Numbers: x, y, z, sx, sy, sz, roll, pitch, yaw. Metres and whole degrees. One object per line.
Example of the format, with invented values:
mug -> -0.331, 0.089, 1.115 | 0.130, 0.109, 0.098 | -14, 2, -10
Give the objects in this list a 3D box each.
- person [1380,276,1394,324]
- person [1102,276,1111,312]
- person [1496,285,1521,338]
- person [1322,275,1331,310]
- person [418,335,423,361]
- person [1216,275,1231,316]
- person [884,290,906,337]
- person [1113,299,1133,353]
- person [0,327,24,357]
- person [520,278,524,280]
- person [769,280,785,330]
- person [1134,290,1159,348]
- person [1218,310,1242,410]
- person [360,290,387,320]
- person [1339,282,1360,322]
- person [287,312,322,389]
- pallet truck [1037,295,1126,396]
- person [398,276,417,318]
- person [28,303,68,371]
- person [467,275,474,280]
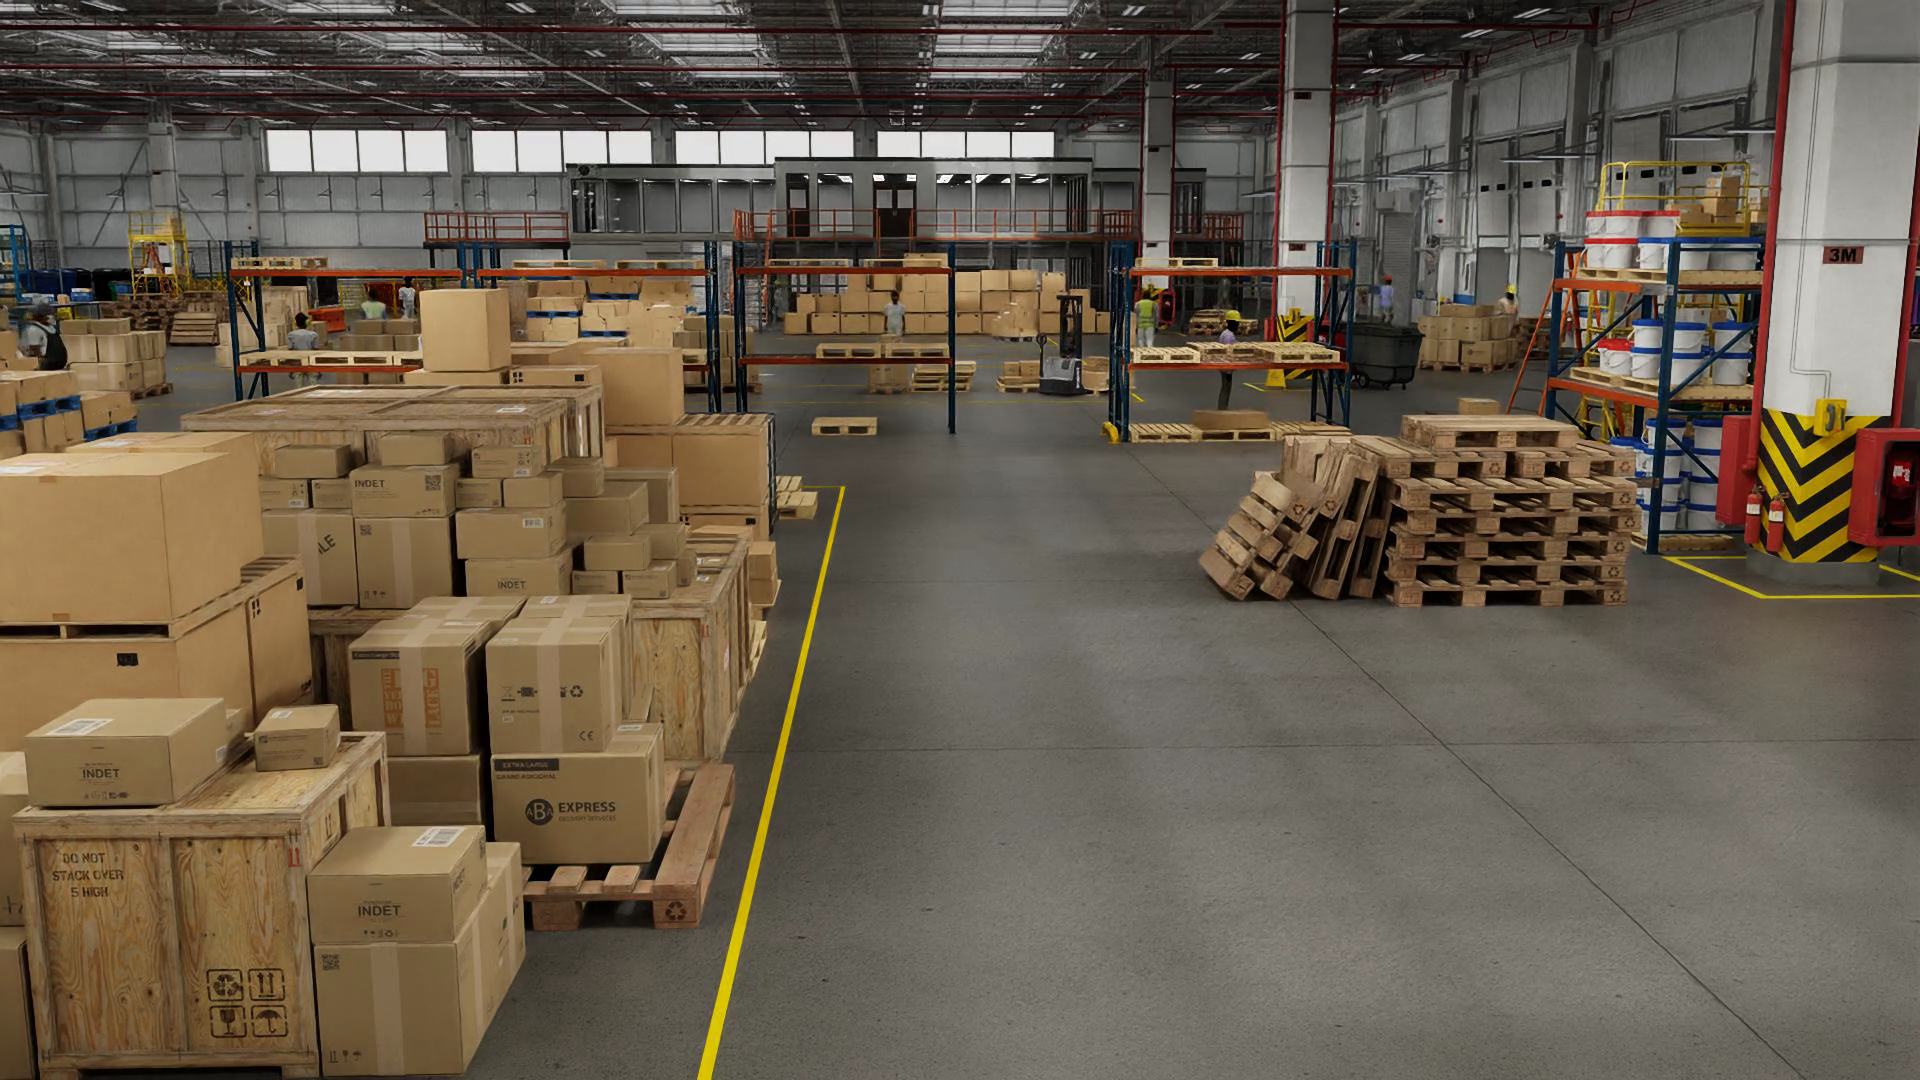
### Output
person -> 14.210, -7.817, 55.256 | 0.537, 1.905, 0.557 | 10, 14, 43
person -> 6.262, -10.592, 70.766 | 0.350, 1.882, 0.583 | -3, 11, -15
person -> 14.297, -5.662, 43.255 | 0.583, 1.893, 0.787 | -2, 10, -10
person -> 13.598, -9.039, 61.824 | 0.642, 1.982, 0.435 | -4, 11, -21
person -> -8.325, -2.651, 26.522 | 0.586, 1.882, 0.340 | 2, 10, 11
person -> 10.562, -9.795, 66.309 | 1.003, 1.901, 0.616 | -9, 14, -42
person -> -1.583, -5.156, 40.551 | 0.550, 1.856, 0.438 | 0, 10, -2
person -> 3.391, -4.142, 34.681 | 0.353, 1.936, 0.635 | 8, 13, 38
person -> -12.481, -1.825, 21.789 | 0.372, 1.934, 0.627 | 0, 10, 0
person -> -15.812, -8.617, 60.219 | 0.384, 1.726, 0.579 | 3, 11, 16
person -> -6.201, -8.044, 57.044 | 0.737, 1.715, 0.484 | -5, 11, -27
person -> 4.717, -5.428, 42.192 | 0.632, 1.824, 0.721 | 1, 10, 5
person -> 4.416, -2.809, 27.295 | 0.384, 1.924, 0.589 | 1, 10, 7
person -> -14.264, -5.149, 40.530 | 0.594, 1.862, 1.052 | -7, 12, -32
person -> 11.848, -6.953, 50.666 | 0.632, 1.830, 0.478 | 5, 12, 28
person -> -10.903, -2.847, 27.670 | 0.533, 1.864, 0.314 | -4, 11, -19
pallet truck -> 2.483, -3.881, 33.060 | 1.885, 1.965, 0.823 | -7, 13, -36
person -> -17.192, -7.232, 51.826 | 0.368, 1.963, 0.603 | 6, 12, 29
person -> -15.318, -2.993, 27.991 | 0.537, 2.000, 0.699 | 0, 10, -1
person -> -20.321, -10.216, 68.775 | 0.504, 1.847, 0.344 | -2, 10, -10
